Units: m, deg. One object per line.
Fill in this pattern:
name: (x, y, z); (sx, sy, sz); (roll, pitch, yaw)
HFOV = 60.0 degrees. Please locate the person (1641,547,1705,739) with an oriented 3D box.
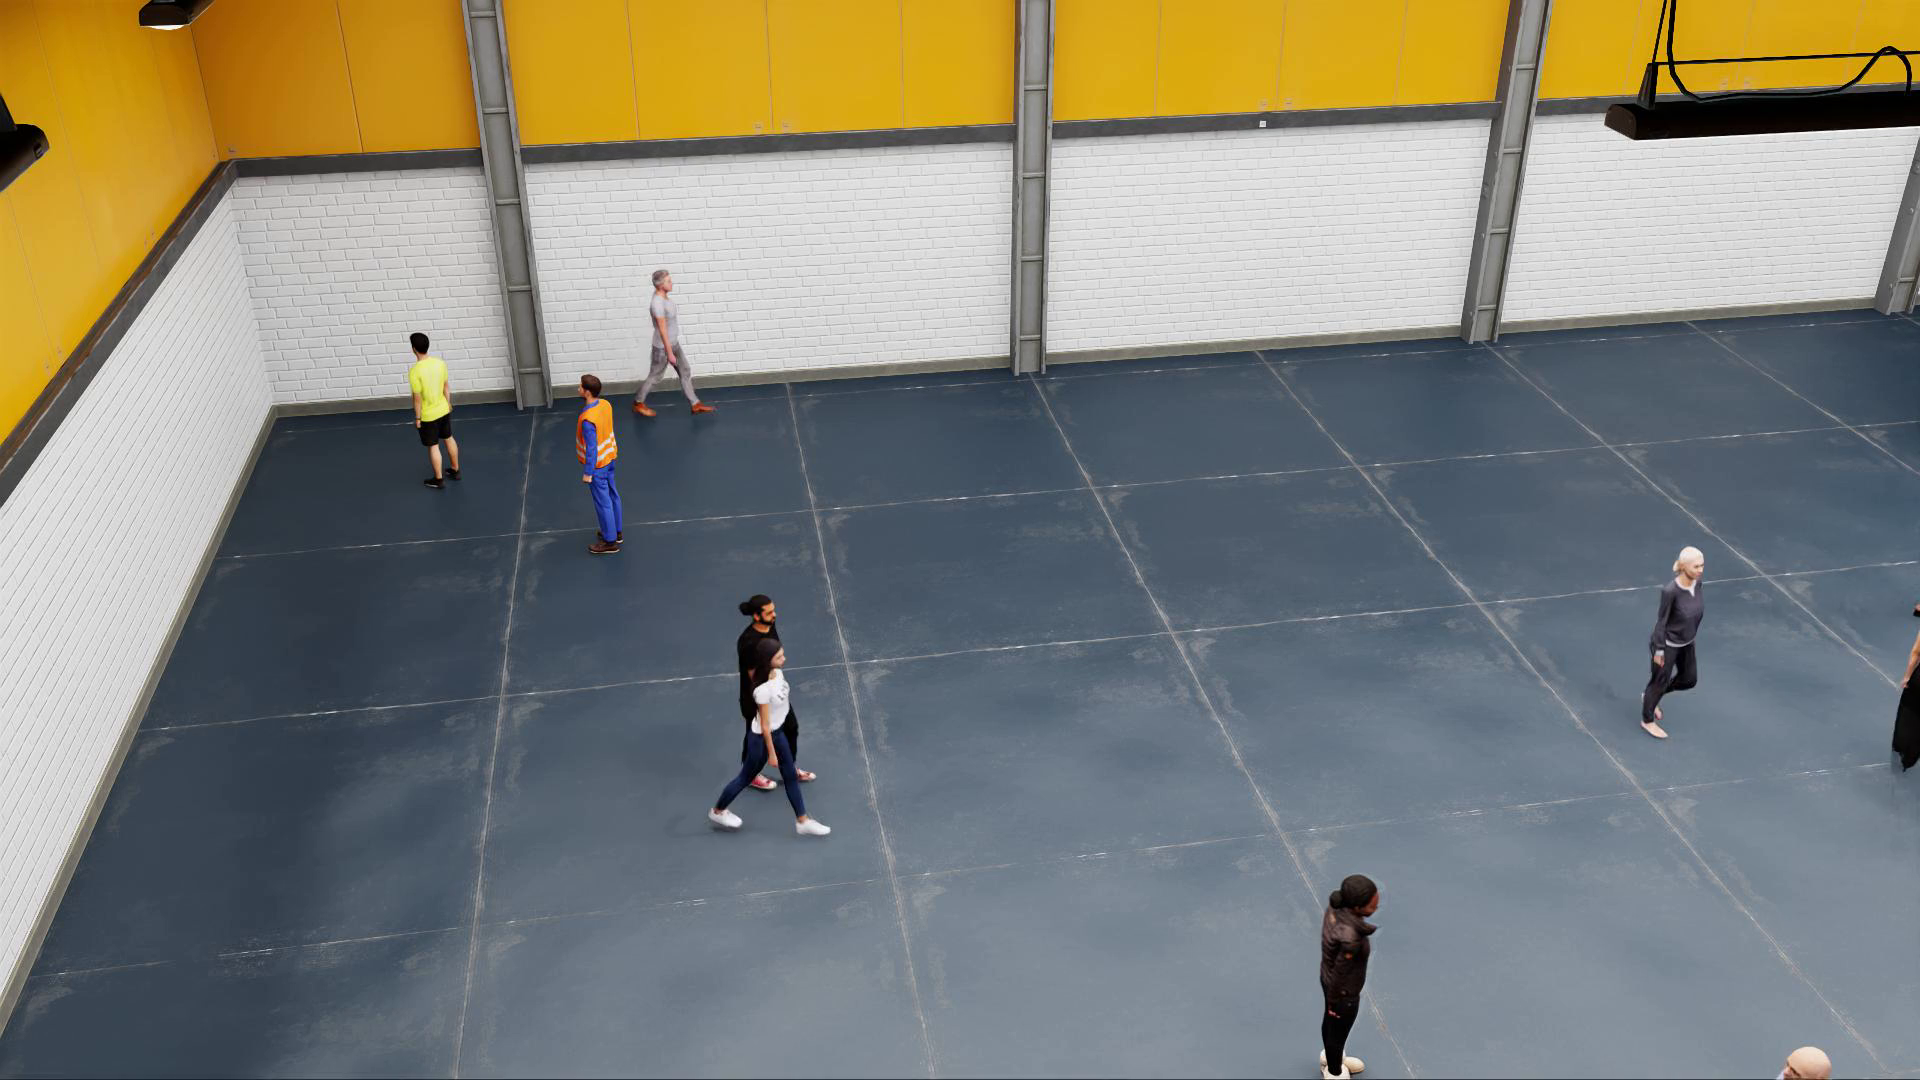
person: (5.781, 0.785, 13.622); (0.691, 1.718, 0.795); (-16, 33, -27)

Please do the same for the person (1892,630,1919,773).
person: (7.639, 1.165, 13.063); (0.705, 1.586, 0.774); (15, 32, 25)

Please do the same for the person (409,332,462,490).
person: (-5.581, -1.384, 17.610); (0.744, 1.708, 0.686); (18, 33, 30)

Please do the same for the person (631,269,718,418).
person: (-3.468, -2.203, 19.034); (1.269, 1.781, 0.861); (0, 29, 0)

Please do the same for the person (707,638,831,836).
person: (-1.531, 1.488, 12.327); (1.260, 1.723, 0.921); (5, 29, 9)

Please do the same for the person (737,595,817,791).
person: (-1.606, 1.185, 12.864); (0.926, 1.741, 0.835); (10, 30, 18)

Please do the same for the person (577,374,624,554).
person: (-3.535, -0.759, 16.300); (0.717, 1.864, 0.758); (4, 29, 7)

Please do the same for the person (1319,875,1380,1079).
person: (2.314, 2.714, 10.145); (0.608, 1.661, 0.677); (-5, 29, -8)
